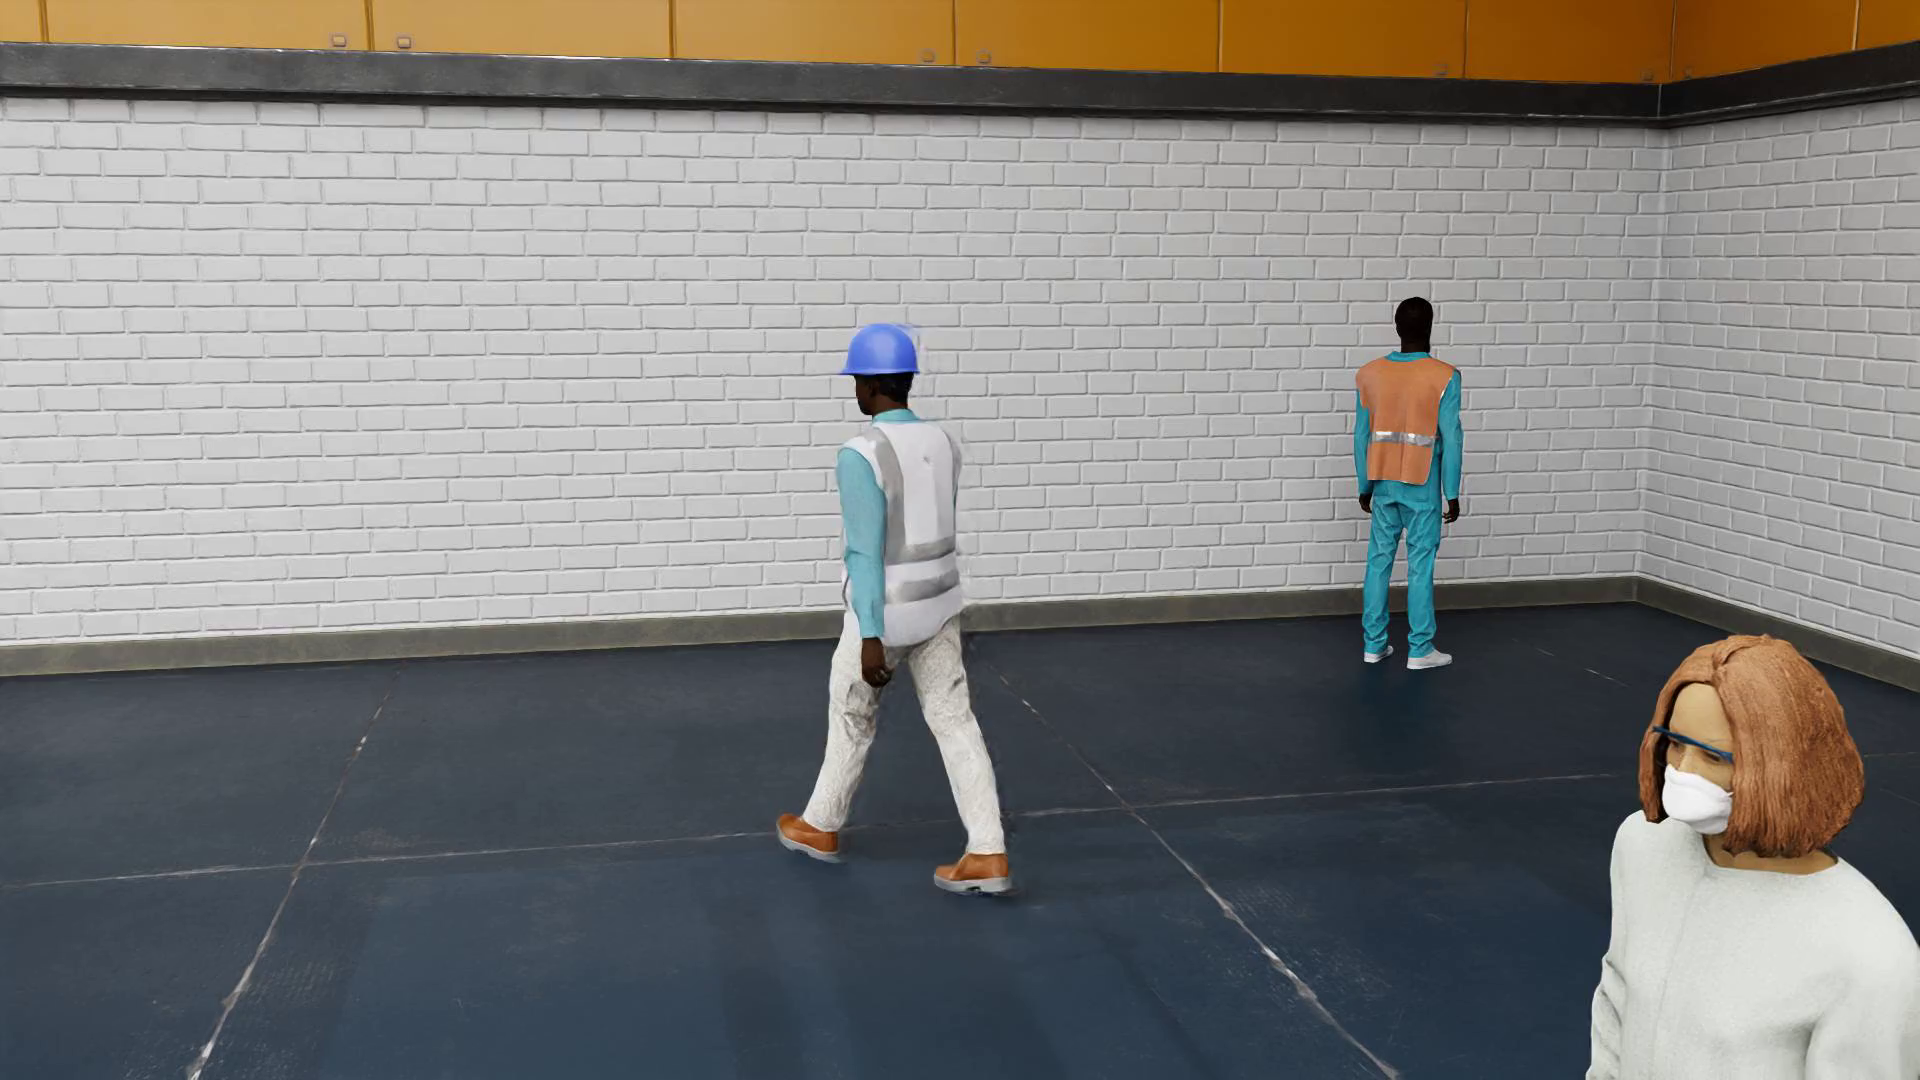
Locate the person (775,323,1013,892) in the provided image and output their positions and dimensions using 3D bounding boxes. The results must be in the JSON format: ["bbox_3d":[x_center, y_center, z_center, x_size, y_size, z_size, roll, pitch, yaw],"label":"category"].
[{"bbox_3d":[-0.199,0.225,5.579,1.020,1.893,0.626,8,12,39],"label":"person"}]

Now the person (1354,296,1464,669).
[{"bbox_3d":[2.311,-0.290,8.609,0.591,1.922,0.390,8,12,41],"label":"person"}]

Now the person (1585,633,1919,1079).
[{"bbox_3d":[0.989,0.917,2.158,0.289,1.629,0.502,-3,10,-16],"label":"person"}]
